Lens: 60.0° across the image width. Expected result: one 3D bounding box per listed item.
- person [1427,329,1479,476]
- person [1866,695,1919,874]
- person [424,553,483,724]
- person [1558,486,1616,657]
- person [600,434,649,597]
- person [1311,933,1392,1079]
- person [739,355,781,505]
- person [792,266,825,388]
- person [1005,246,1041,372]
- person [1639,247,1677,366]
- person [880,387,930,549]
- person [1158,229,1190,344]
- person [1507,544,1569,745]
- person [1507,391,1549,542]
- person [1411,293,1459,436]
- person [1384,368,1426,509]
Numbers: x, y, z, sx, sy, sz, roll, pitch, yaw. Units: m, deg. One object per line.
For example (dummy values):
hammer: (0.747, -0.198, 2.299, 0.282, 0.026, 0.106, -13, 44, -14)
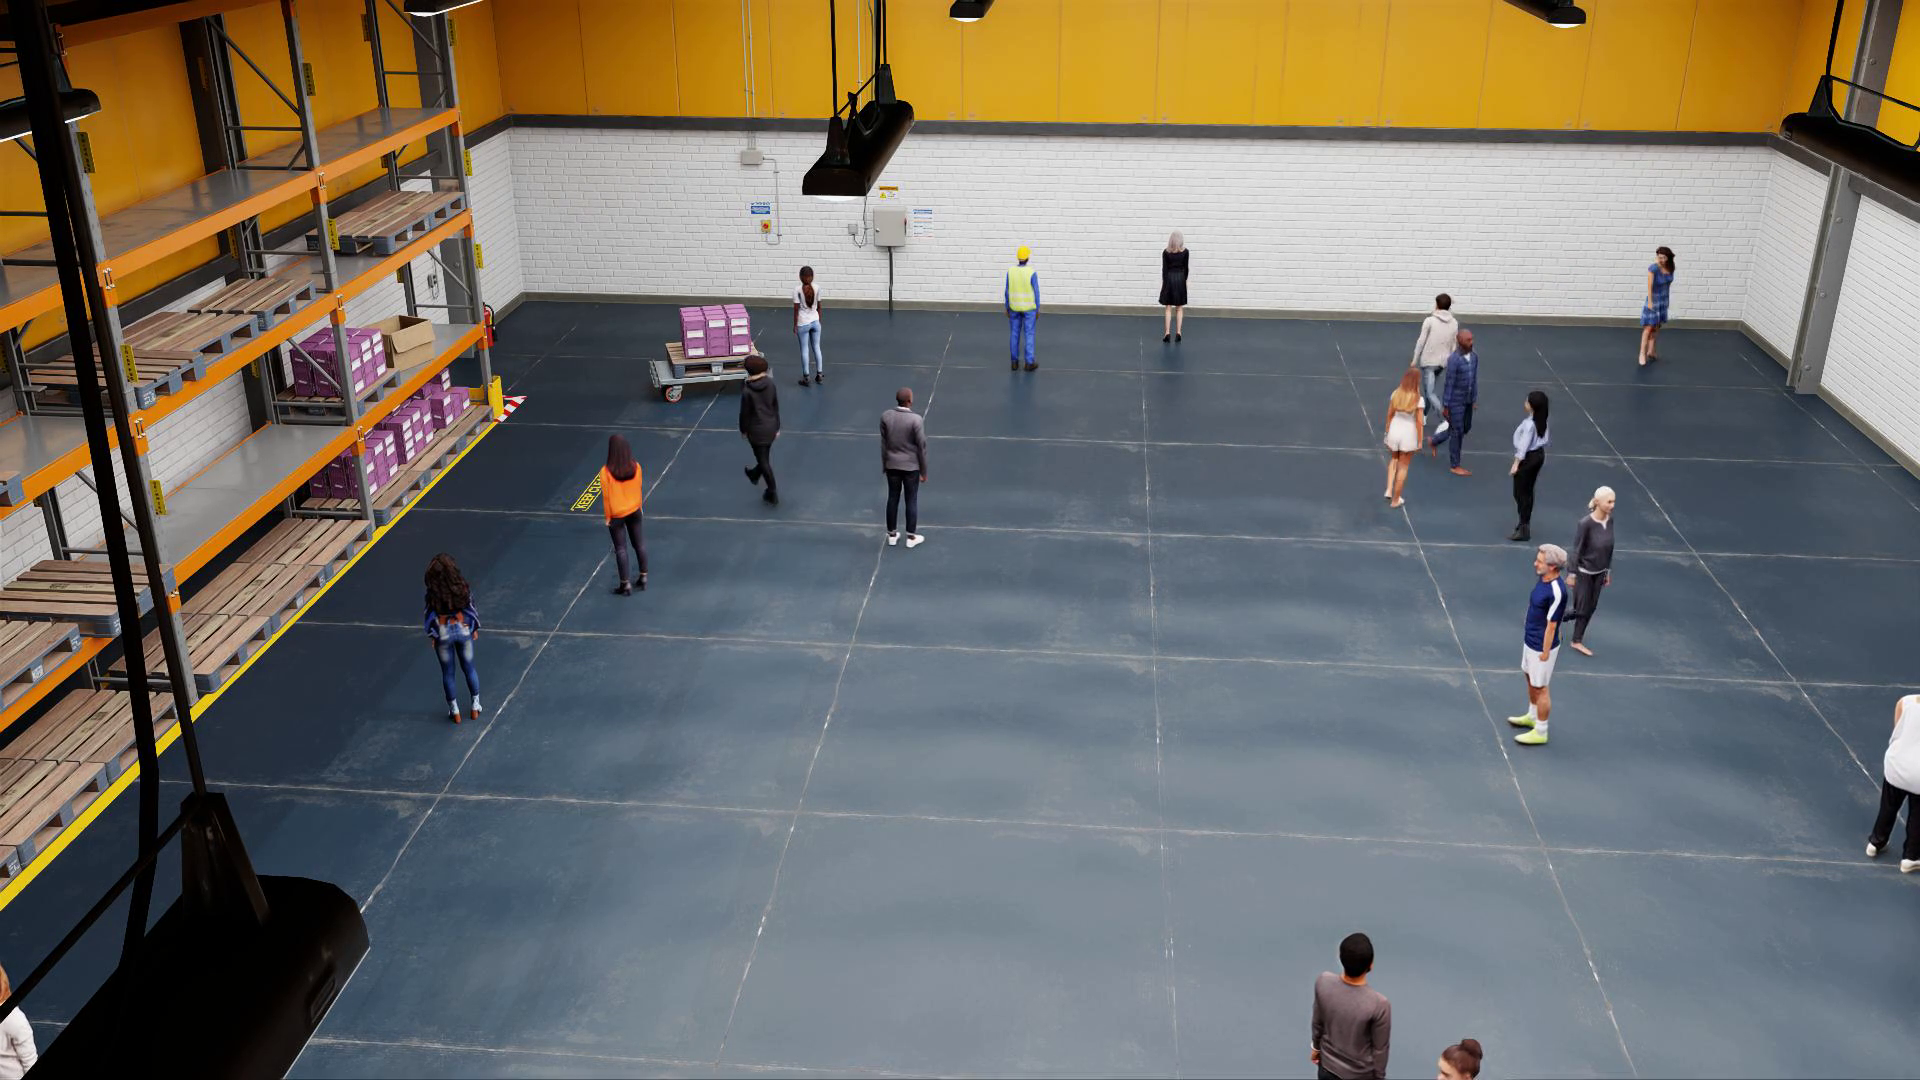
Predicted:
person: (6.050, -1.724, 20.367, 1.025, 1.803, 1.084, -18, 29, -35)
person: (7.287, 1.712, 12.652, 0.819, 1.686, 0.757, -18, 29, -36)
person: (-4.484, 0.849, 14.712, 0.703, 1.618, 0.704, -10, 25, -21)
person: (5.977, 0.254, 15.952, 0.772, 1.715, 0.841, -12, 26, -25)
person: (-3.450, -0.269, 17.106, 0.695, 1.749, 0.765, -20, 31, -39)
person: (2.205, 3.026, 9.545, 0.701, 1.767, 0.730, 14, 27, 29)
person: (-2.279, -1.250, 19.382, 1.084, 1.724, 1.175, -17, 29, -33)
person: (-2.137, -3.031, 23.462, 0.669, 1.719, 0.699, -13, 27, -27)
person: (0.900, -3.362, 24.102, 0.707, 1.812, 0.633, 6, 24, 14)
person: (10.202, -3.434, 24.312, 0.881, 1.777, 0.871, -19, 30, -36)
person: (-0.631, -0.796, 18.230, 0.776, 1.815, 0.690, 9, 25, 19)
person: (3.271, -3.876, 25.359, 0.623, 1.747, 0.599, -1, 24, -3)
person: (5.033, 0.876, 14.380, 0.676, 1.834, 0.457, 2, 24, 5)
person: (6.323, -0.855, 18.463, 0.758, 1.735, 0.842, -13, 27, -28)
person: (6.184, -2.245, 21.537, 1.035, 1.820, 1.291, -10, 25, -21)
person: (5.073, -1.153, 19.214, 0.707, 1.680, 0.751, 18, 29, 35)
